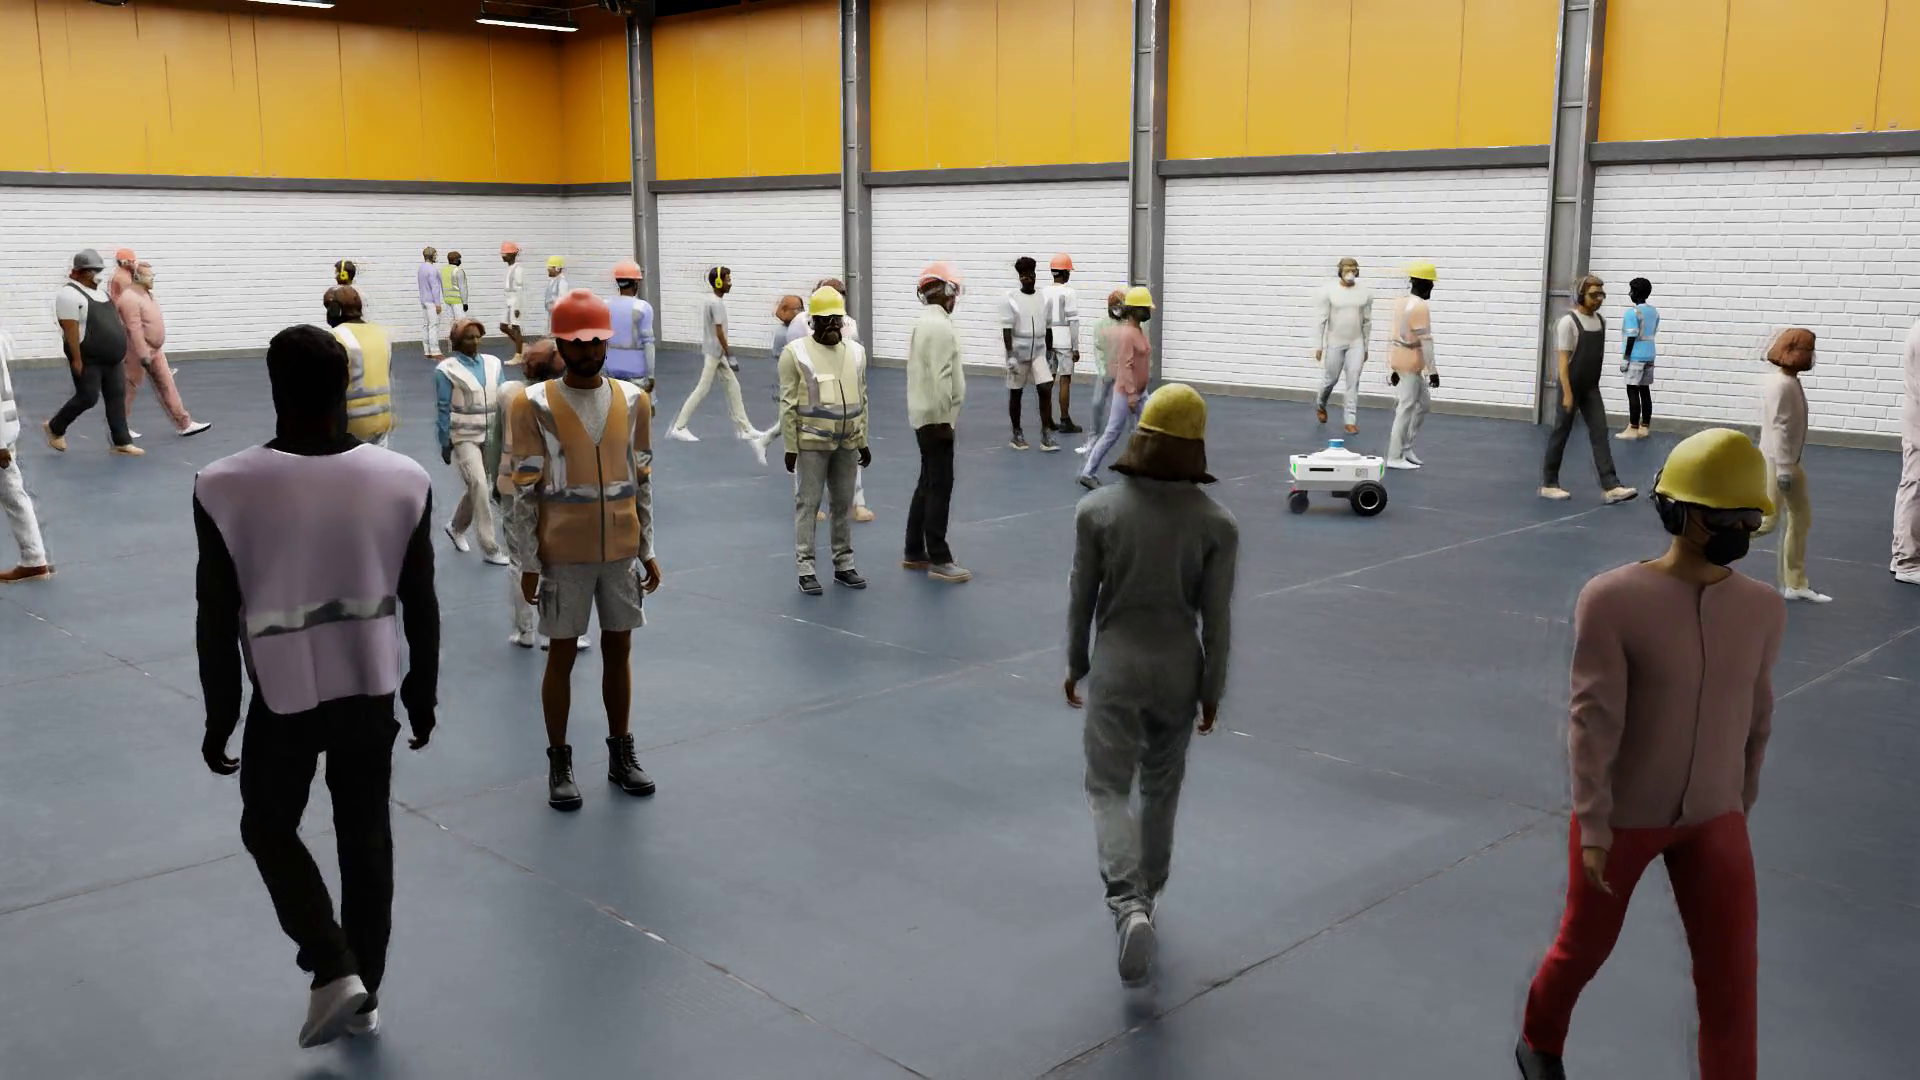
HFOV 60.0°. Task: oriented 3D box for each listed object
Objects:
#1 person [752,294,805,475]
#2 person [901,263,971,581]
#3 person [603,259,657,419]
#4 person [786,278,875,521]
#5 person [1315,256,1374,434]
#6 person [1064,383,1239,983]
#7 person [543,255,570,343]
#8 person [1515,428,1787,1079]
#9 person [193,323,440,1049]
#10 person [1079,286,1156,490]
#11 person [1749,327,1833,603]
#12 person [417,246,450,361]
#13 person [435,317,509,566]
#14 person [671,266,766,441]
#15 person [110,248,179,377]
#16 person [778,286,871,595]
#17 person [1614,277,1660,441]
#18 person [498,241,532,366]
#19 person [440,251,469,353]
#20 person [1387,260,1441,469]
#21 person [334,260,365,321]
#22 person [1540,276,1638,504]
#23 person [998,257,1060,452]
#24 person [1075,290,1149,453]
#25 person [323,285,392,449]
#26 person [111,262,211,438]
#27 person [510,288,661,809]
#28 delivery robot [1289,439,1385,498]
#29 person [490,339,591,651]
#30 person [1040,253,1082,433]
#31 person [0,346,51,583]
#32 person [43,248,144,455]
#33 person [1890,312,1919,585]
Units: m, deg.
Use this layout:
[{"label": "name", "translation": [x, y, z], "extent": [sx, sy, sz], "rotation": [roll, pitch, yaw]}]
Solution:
[{"label": "person", "translation": [-1.572, -1.383, 14.831], "extent": [0.590, 1.620, 0.498], "rotation": [3, 11, 14]}, {"label": "person", "translation": [-0.165, -0.733, 10.396], "extent": [0.389, 1.953, 0.729], "rotation": [-2, 11, -9]}, {"label": "person", "translation": [-2.947, -1.515, 14.728], "extent": [0.553, 1.919, 0.533], "rotation": [4, 11, 19]}, {"label": "person", "translation": [-0.951, -1.015, 12.310], "extent": [0.649, 1.817, 0.746], "rotation": [-8, 13, -36]}, {"label": "person", "translation": [4.157, -2.132, 18.134], "extent": [0.635, 1.918, 0.809], "rotation": [-1, 10, -6]}, {"label": "person", "translation": [0.559, 0.406, 4.846], "extent": [0.493, 1.711, 0.766], "rotation": [0, 10, 0]}, {"label": "person", "translation": [-6.353, -3.568, 26.181], "extent": [0.462, 1.817, 0.605], "rotation": [-6, 12, -28]}, {"label": "person", "translation": [1.580, 0.600, 3.733], "extent": [0.530, 1.727, 0.865], "rotation": [-1, 10, -5]}, {"label": "person", "translation": [-1.643, 0.399, 4.321], "extent": [0.611, 1.908, 0.460], "rotation": [-8, 13, -37]}, {"label": "person", "translation": [1.398, -1.222, 13.692], "extent": [0.918, 1.720, 0.542], "rotation": [5, 12, 27]}, {"label": "person", "translation": [4.742, -0.443, 9.731], "extent": [0.704, 1.608, 0.502], "rotation": [9, 13, 39]}, {"label": "person", "translation": [-9.026, -4.033, 28.418], "extent": [0.373, 1.940, 0.629], "rotation": [-9, 13, -39]}, {"label": "person", "translation": [-3.224, -0.668, 10.946], "extent": [0.794, 1.610, 0.510], "rotation": [7, 13, 34]}, {"label": "person", "translation": [-2.541, -1.924, 17.264], "extent": [1.017, 1.822, 0.506], "rotation": [0, 10, -3]}, {"label": "person", "translation": [-11.821, -3.187, 23.787], "extent": [1.030, 1.935, 0.656], "rotation": [-5, 11, -24]}, {"label": "person", "translation": [-0.791, -0.597, 9.965], "extent": [0.600, 1.832, 0.404], "rotation": [-7, 13, -34]}, {"label": "person", "translation": [7.077, -1.889, 17.375], "extent": [0.540, 1.697, 0.317], "rotation": [-8, 13, -39]}, {"label": "person", "translation": [-7.327, -3.861, 27.225], "extent": [0.434, 2.029, 0.642], "rotation": [-7, 12, -32]}, {"label": "person", "translation": [-9.126, -4.302, 30.150], "extent": [0.626, 1.844, 0.429], "rotation": [8, 13, 36]}, {"label": "person", "translation": [4.149, -1.583, 15.150], "extent": [0.537, 1.906, 0.590], "rotation": [1, 10, 3]}, {"label": "person", "translation": [-6.772, -2.177, 18.510], "extent": [0.420, 1.856, 0.564], "rotation": [-1, 10, -5]}, {"label": "person", "translation": [5.004, -1.175, 13.187], "extent": [0.532, 1.804, 0.905], "rotation": [-5, 11, -25]}, {"label": "person", "translation": [0.697, -1.813, 16.351], "extent": [0.617, 1.911, 0.899], "rotation": [-4, 11, -20]}, {"label": "person", "translation": [1.553, -1.617, 16.168], "extent": [0.783, 1.602, 0.329], "rotation": [-1, 10, -3]}, {"label": "person", "translation": [-3.892, -0.702, 10.579], "extent": [0.551, 1.819, 0.647], "rotation": [3, 11, 15]}, {"label": "person", "translation": [-8.522, -1.986, 17.483], "extent": [1.010, 1.849, 0.672], "rotation": [0, 10, -2]}, {"label": "person", "translation": [-1.384, 0.034, 6.239], "extent": [0.551, 1.936, 0.357], "rotation": [-7, 12, -32]}, {"label": "delivery robot", "translation": [2.908, -0.534, 12.857], "extent": [0.707, 0.478, 0.477], "rotation": [2, 10, 9]}, {"label": "person", "translation": [-2.162, -0.220, 8.528], "extent": [0.606, 1.617, 0.341], "rotation": [4, 11, 20]}, {"label": "person", "translation": [1.084, -2.122, 17.996], "extent": [0.545, 1.938, 0.355], "rotation": [10, 14, 43]}, {"label": "person", "translation": [-5.997, -0.615, 10.023], "extent": [0.830, 1.851, 0.599], "rotation": [-5, 12, -27]}, {"label": "person", "translation": [-8.417, -1.814, 16.038], "extent": [0.820, 2.000, 0.690], "rotation": [2, 11, 10]}, {"label": "person", "translation": [5.973, -0.678, 10.205], "extent": [0.410, 1.909, 0.643], "rotation": [5, 12, 26]}]
